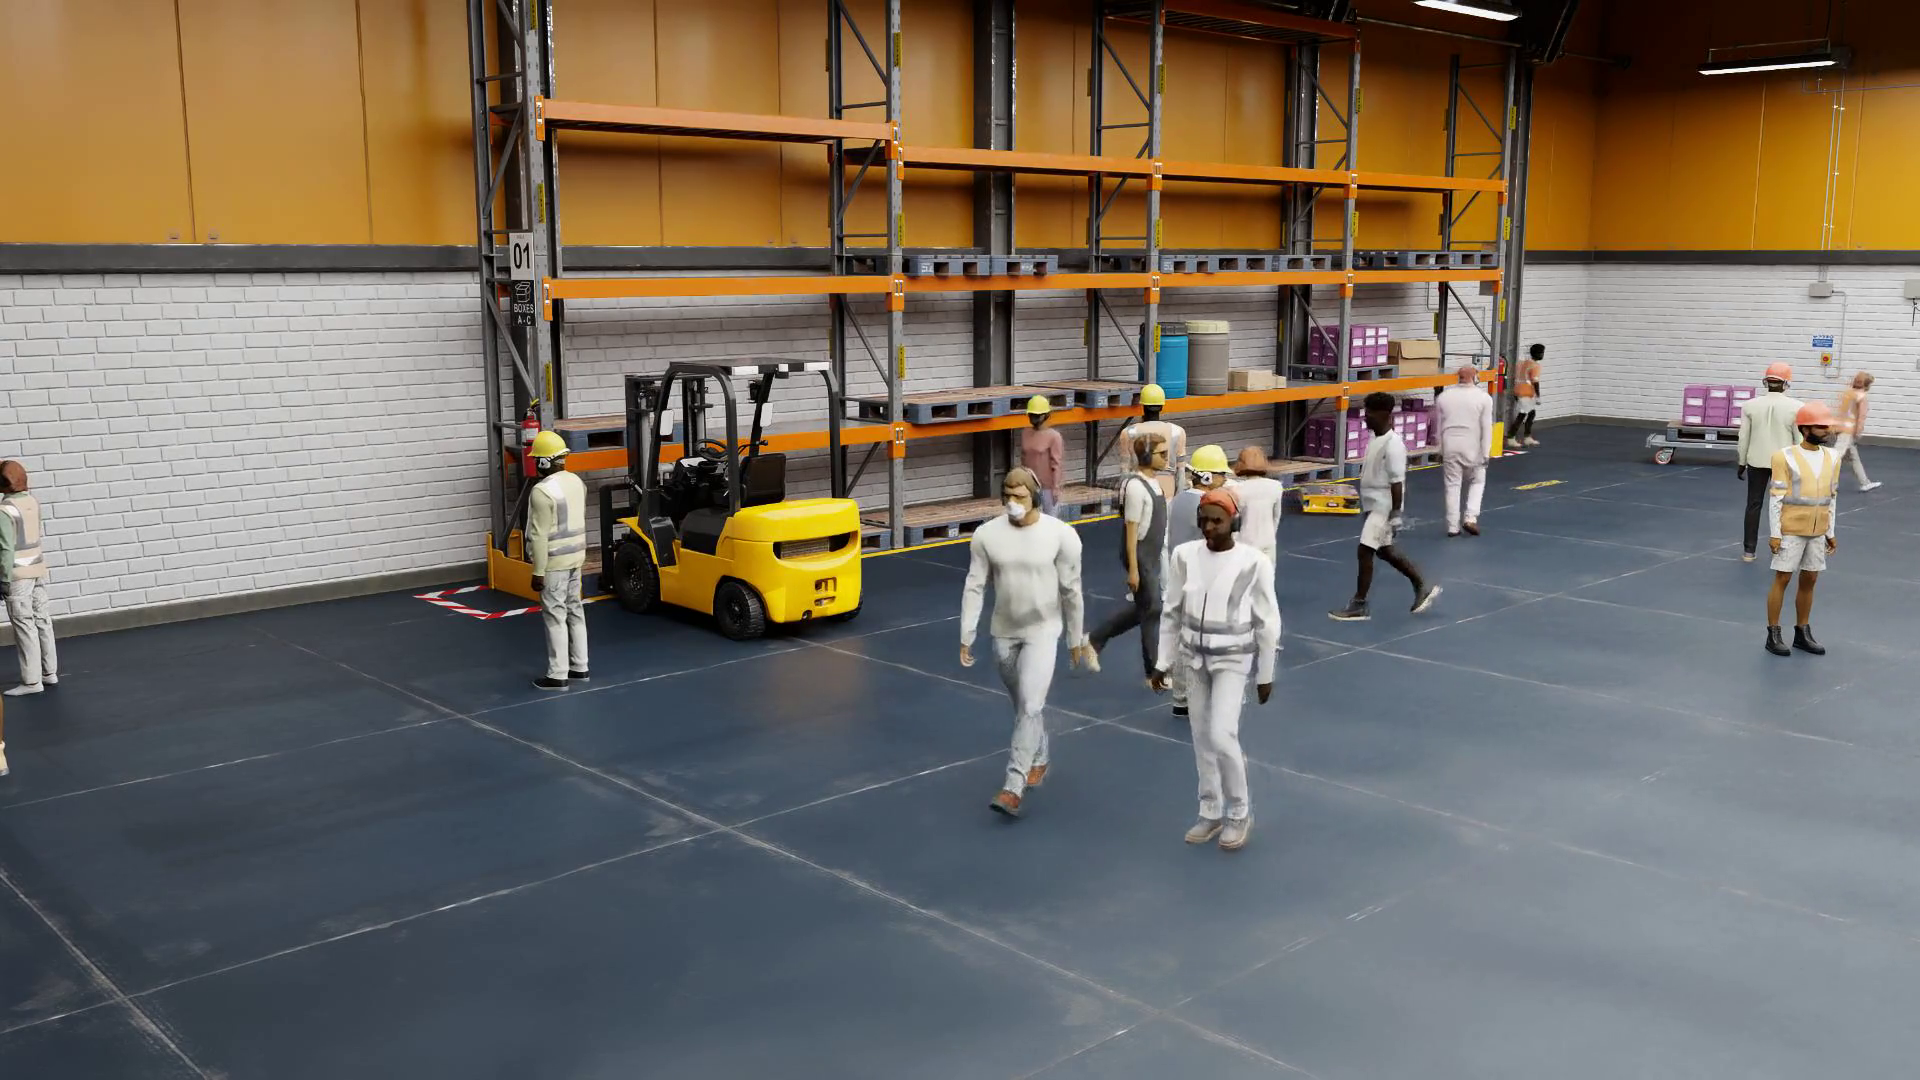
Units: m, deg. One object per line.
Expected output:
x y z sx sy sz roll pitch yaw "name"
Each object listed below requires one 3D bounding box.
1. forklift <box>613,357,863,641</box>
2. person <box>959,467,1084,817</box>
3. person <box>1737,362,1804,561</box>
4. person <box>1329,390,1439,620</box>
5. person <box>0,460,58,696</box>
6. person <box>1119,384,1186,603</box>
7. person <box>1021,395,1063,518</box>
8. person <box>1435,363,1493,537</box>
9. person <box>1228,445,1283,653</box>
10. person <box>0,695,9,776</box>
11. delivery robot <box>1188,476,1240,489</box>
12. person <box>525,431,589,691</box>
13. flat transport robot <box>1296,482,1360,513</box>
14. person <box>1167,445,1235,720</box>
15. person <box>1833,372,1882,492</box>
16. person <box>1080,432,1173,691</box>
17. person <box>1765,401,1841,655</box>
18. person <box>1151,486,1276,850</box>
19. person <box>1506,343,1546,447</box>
-1.847 -0.414 13.852 1.214 2.155 2.313 -9 13 -42 "forklift"
0.319 0.539 9.161 0.652 1.884 1.008 4 11 24 "person"
8.029 -0.761 16.468 0.611 1.996 0.387 7 12 37 "person"
3.592 -0.288 13.876 0.904 1.936 0.617 0 10 -2 "person"
-6.509 0.261 11.529 0.310 1.638 0.523 -1 10 -4 "person"
1.672 -0.396 14.519 0.589 1.930 0.361 -1 10 -6 "person"
0.745 -0.500 15.698 0.544 1.733 0.746 9 13 43 "person"
5.455 -0.967 18.011 0.645 1.885 0.461 6 12 33 "person"
2.265 0.066 12.796 0.484 1.590 0.817 -2 10 -11 "person"
-5.740 0.409 9.476 0.373 2.043 0.615 0 10 -1 "person"
3.006 -0.562 19.239 0.707 0.478 0.477 0 10 1 "delivery robot"
-2.837 0.145 11.684 0.404 1.824 0.586 3 10 15 "person"
4.435 -0.518 20.084 0.652 0.197 1.431 1 10 8 "flat transport robot"
1.567 0.299 10.753 0.404 1.829 0.592 -4 11 -23 "person"
11.360 -1.350 21.188 0.981 1.549 0.527 0 10 2 "person"
1.203 0.143 11.674 0.754 1.829 0.504 3 10 19 "person"
6.428 -0.086 12.670 0.547 1.942 0.344 -1 10 -9 "person"
1.289 0.657 8.527 0.580 1.869 0.463 8 13 40 "person"
9.000 -2.285 26.339 0.675 1.654 0.548 1 10 5 "person"
